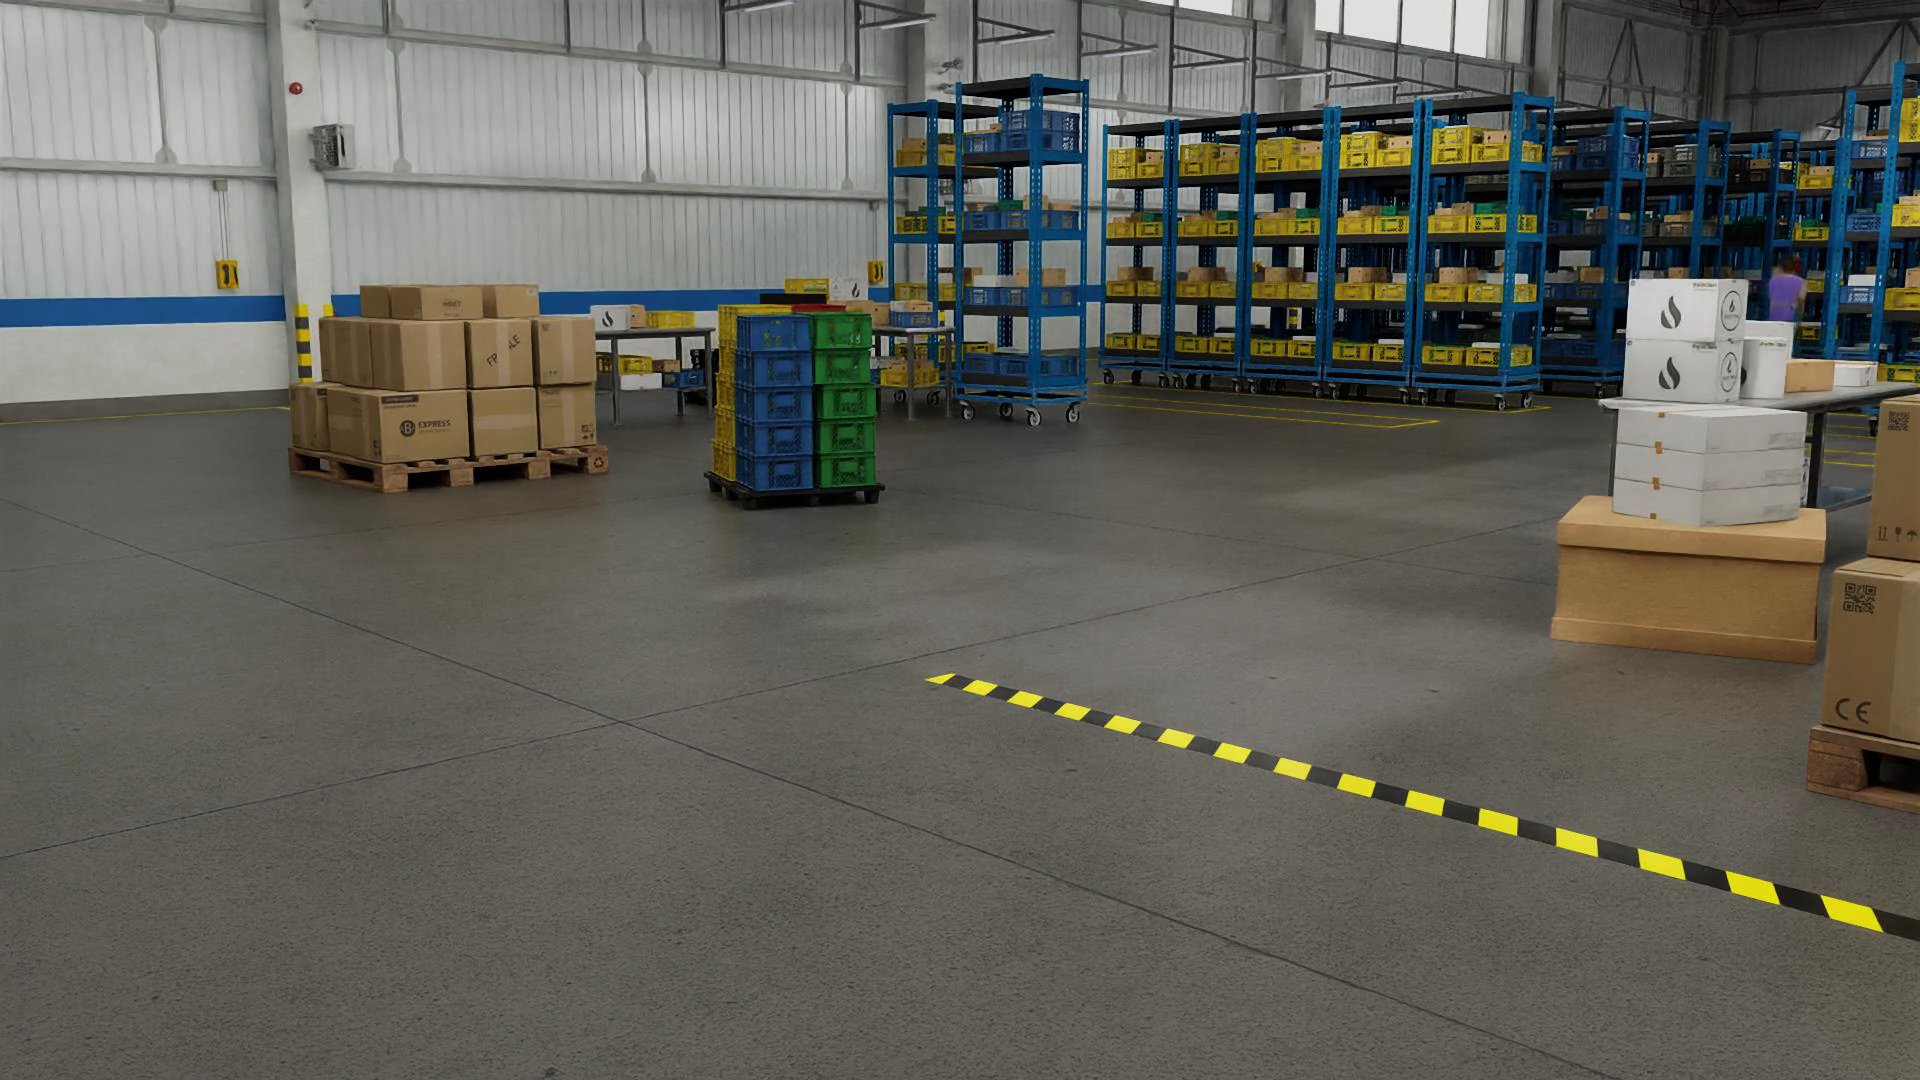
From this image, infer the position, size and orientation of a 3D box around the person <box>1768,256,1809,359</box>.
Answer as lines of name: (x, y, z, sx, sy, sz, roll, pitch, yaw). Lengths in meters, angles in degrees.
person: (11.293, -2.965, 22.691, 0.972, 1.790, 0.589, -6, 11, -33)
